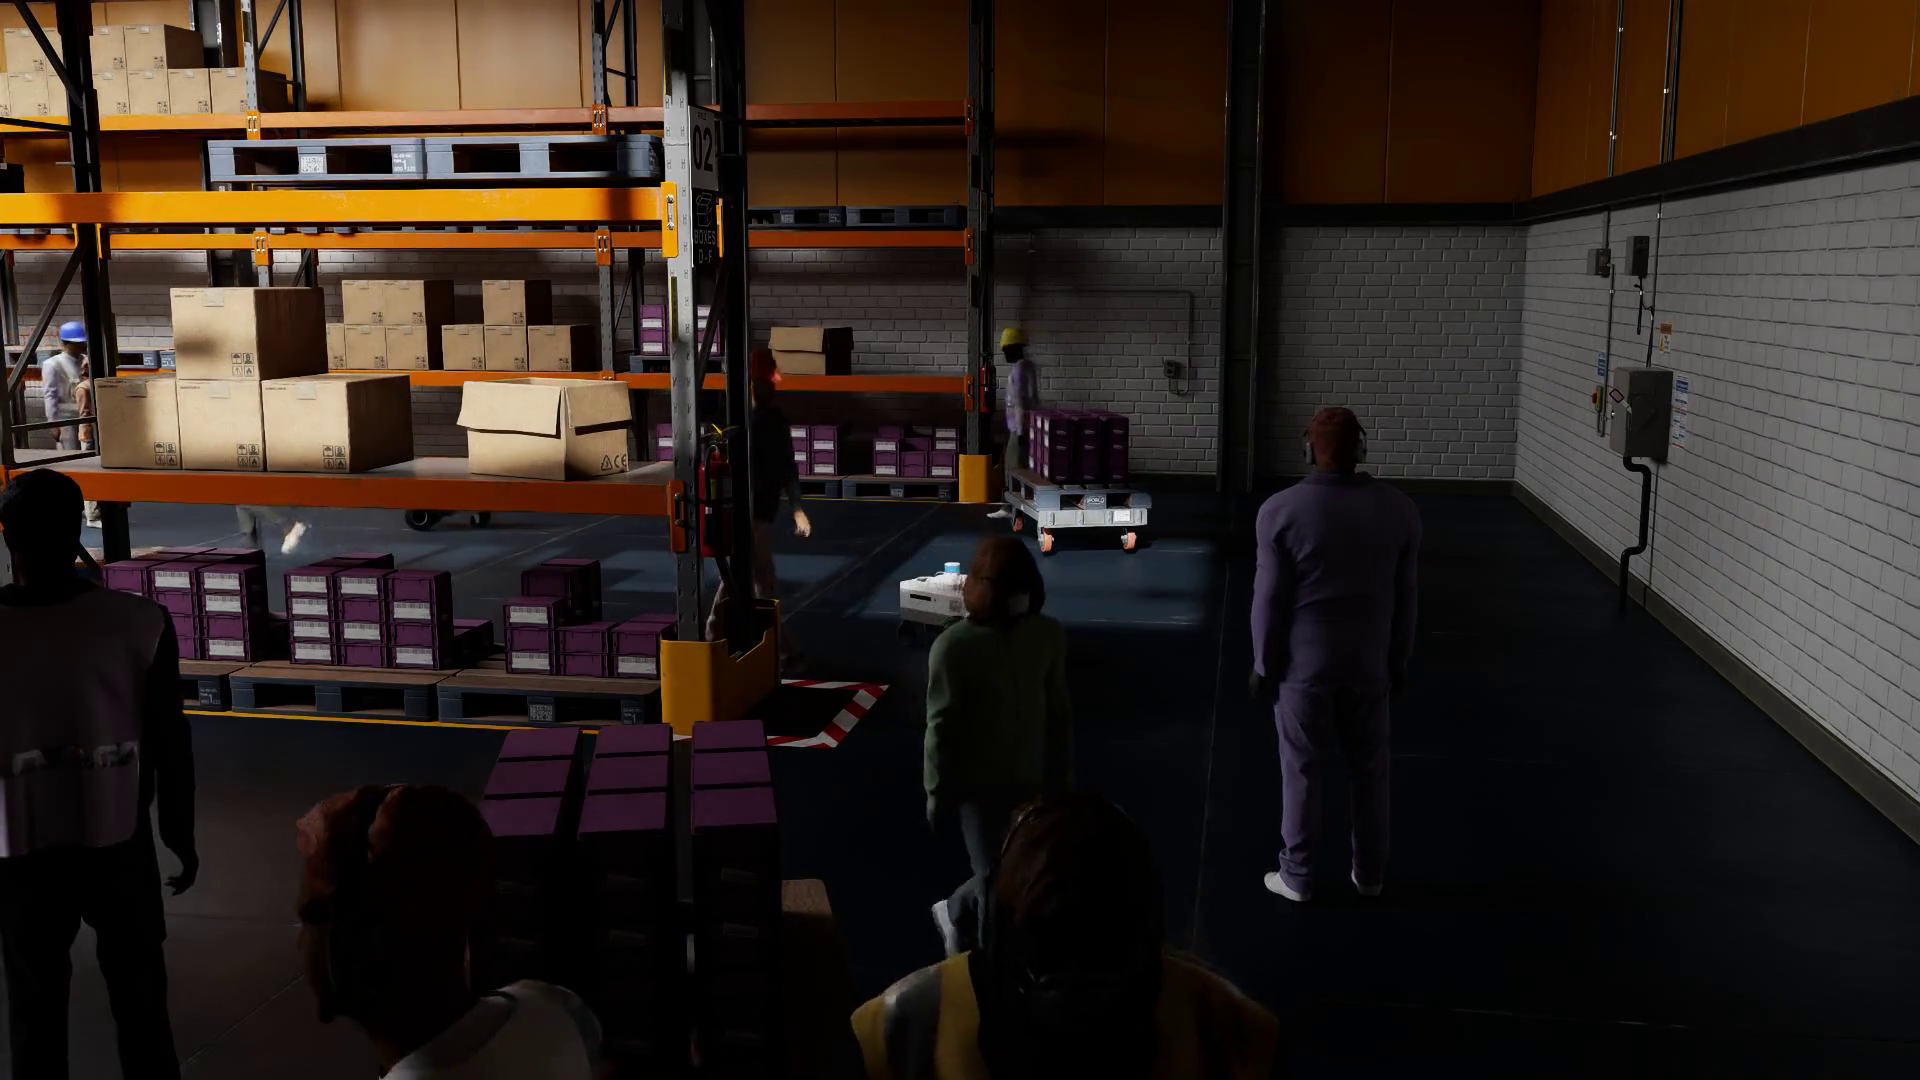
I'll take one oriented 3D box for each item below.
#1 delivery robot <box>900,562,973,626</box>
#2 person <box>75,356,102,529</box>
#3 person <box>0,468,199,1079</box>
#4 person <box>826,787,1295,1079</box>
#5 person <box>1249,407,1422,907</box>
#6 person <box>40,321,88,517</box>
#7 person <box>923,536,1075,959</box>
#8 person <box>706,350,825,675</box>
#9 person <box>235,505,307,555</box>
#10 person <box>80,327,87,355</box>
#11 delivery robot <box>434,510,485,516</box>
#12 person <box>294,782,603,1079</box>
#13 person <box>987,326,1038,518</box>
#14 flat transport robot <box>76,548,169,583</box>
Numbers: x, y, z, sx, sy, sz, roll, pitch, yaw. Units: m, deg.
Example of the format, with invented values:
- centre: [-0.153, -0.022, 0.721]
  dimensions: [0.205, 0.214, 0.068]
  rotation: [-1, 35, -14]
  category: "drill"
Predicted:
- centre: [-0.050, 0.386, 10.593]
  dimensions: [0.707, 0.478, 0.477]
  rotation: [8, 12, 41]
  category: "delivery robot"
- centre: [-8.143, -0.931, 15.701]
  dimensions: [0.311, 1.640, 0.513]
  rotation: [-1, 9, -5]
  category: "person"
- centre: [-2.280, 0.772, 4.273]
  dimensions: [0.593, 1.919, 0.391]
  rotation: [-3, 10, -20]
  category: "person"
- centre: [0.121, 1.167, 2.232]
  dimensions: [0.629, 1.795, 0.968]
  rotation: [0, 9, 1]
  category: "person"
- centre: [1.407, 0.445, 6.352]
  dimensions: [0.643, 1.905, 0.399]
  rotation: [-1, 9, -6]
  category: "person"
- centre: [-8.684, -1.174, 16.326]
  dimensions: [0.457, 1.933, 0.614]
  rotation: [4, 10, 22]
  category: "person"
- centre: [0.085, 0.758, 5.302]
  dimensions: [0.509, 1.609, 0.699]
  rotation: [-6, 11, -34]
  category: "person"
- centre: [-1.238, -0.172, 10.100]
  dimensions: [0.998, 1.950, 0.612]
  rotation: [5, 11, 29]
  category: "person"
- centre: [-5.827, -0.714, 13.765]
  dimensions: [0.590, 1.829, 0.543]
  rotation: [-3, 10, -20]
  category: "person"
- centre: [-8.984, -1.293, 17.316]
  dimensions: [0.919, 1.845, 0.587]
  rotation: [-5, 10, -28]
  category: "person"
- centre: [-4.815, -0.433, 15.675]
  dimensions: [0.707, 0.478, 0.477]
  rotation: [-1, 9, -6]
  category: "delivery robot"
- centre: [-0.470, 1.190, 1.963]
  dimensions: [0.939, 1.851, 0.609]
  rotation: [1, 9, 7]
  category: "person"
- centre: [0.662, -1.125, 16.130]
  dimensions: [0.742, 1.898, 0.584]
  rotation: [1, 9, 7]
  category: "person"
- centre: [-6.744, 0.205, 12.885]
  dimensions: [1.431, 0.197, 0.652]
  rotation: [-1, 9, -5]
  category: "flat transport robot"
